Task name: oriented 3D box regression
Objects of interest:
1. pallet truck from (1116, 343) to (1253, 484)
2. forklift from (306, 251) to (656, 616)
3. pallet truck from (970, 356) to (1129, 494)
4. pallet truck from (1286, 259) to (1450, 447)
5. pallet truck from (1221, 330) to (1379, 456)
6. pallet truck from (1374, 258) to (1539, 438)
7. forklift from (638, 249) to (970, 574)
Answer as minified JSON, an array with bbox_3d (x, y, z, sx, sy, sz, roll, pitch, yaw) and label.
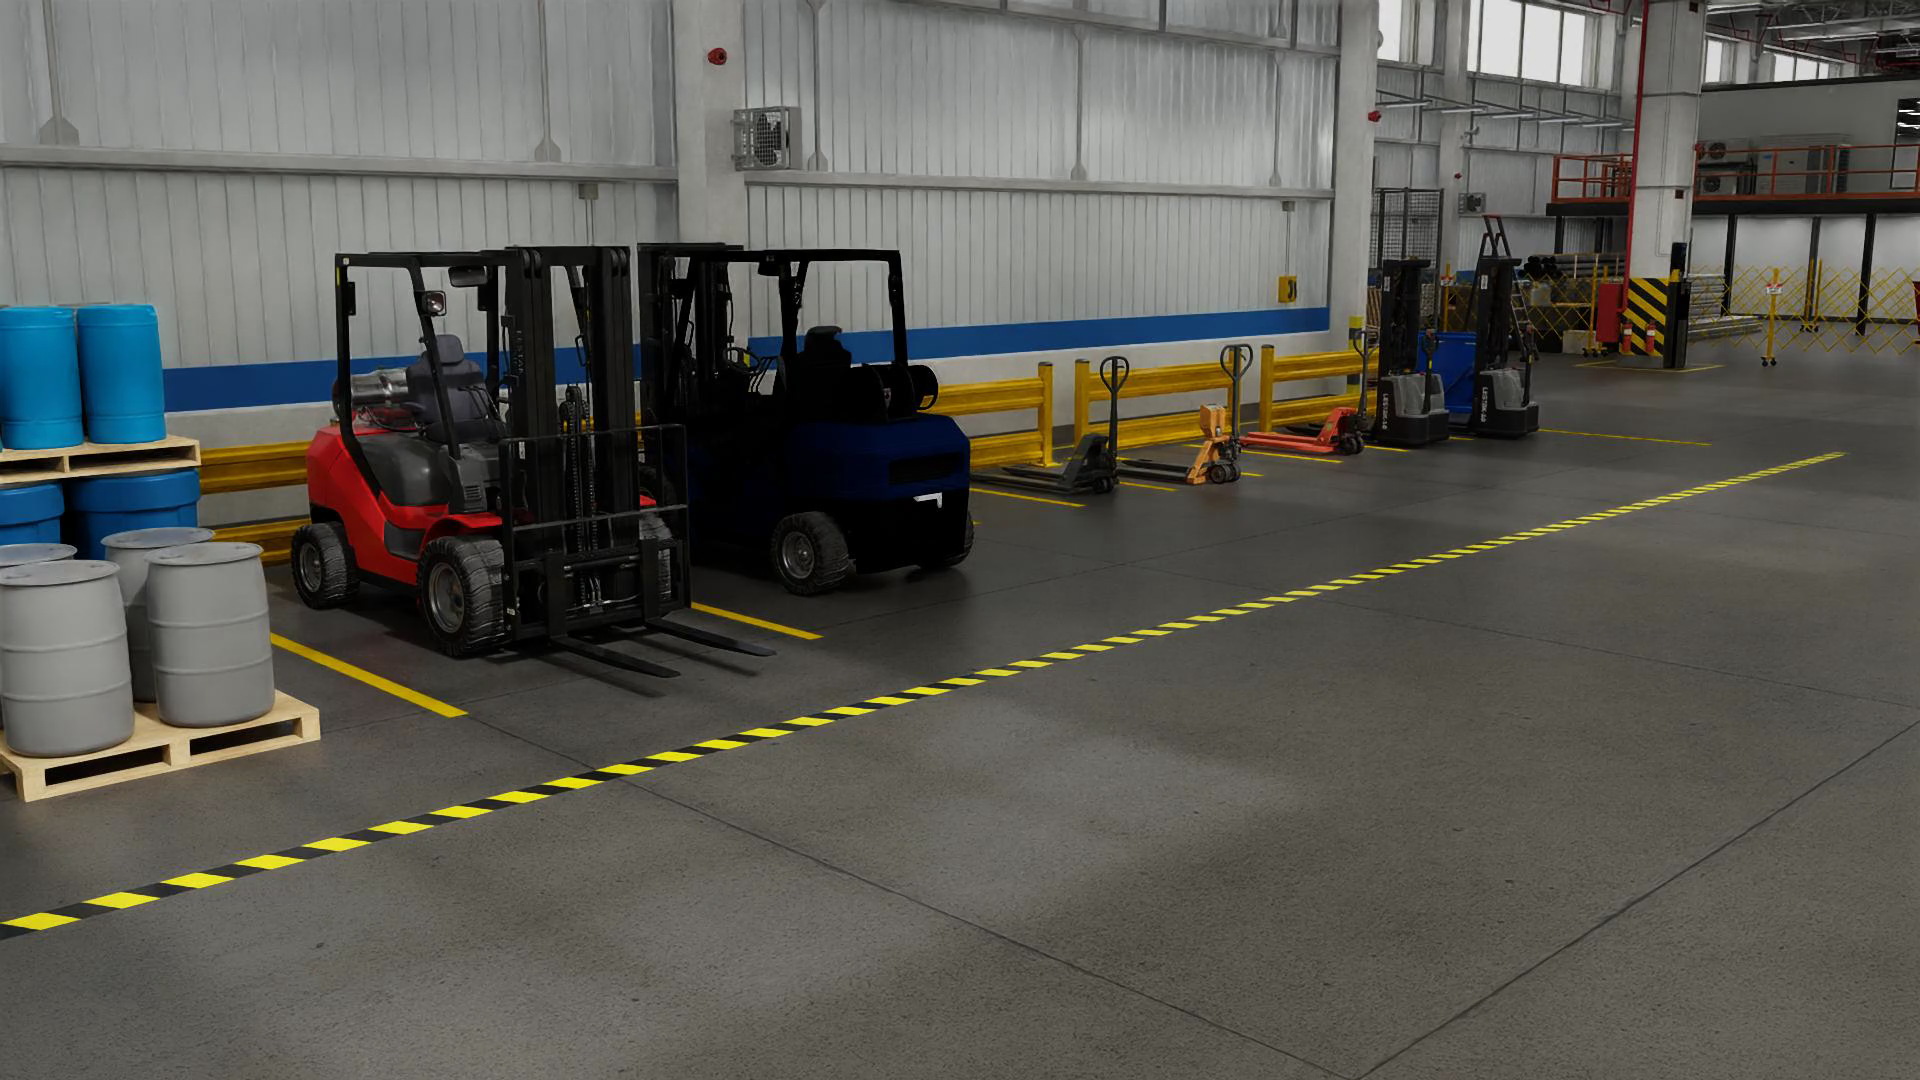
[{"bbox_3d":[1.962,-1.215,15.415,1.522,1.261,0.704,10,14,43],"label":"pallet truck"},{"bbox_3d":[-2.833,-0.669,9.694,1.157,1.987,2.680,-10,14,-44],"label":"forklift"},{"bbox_3d":[0.784,-1.085,14.876,0.680,1.201,1.601,-10,14,-44],"label":"pallet truck"},{"bbox_3d":[4.493,-2.078,18.196,0.823,1.965,1.885,-9,14,-40],"label":"pallet truck"},{"bbox_3d":[3.563,-1.581,17.381,0.653,1.274,1.630,-10,14,-44],"label":"pallet truck"},{"bbox_3d":[5.704,-2.208,18.901,1.885,1.965,0.823,10,14,43],"label":"pallet truck"},{"bbox_3d":[-1.173,-0.958,11.239,2.680,1.987,1.157,10,14,43],"label":"forklift"}]
